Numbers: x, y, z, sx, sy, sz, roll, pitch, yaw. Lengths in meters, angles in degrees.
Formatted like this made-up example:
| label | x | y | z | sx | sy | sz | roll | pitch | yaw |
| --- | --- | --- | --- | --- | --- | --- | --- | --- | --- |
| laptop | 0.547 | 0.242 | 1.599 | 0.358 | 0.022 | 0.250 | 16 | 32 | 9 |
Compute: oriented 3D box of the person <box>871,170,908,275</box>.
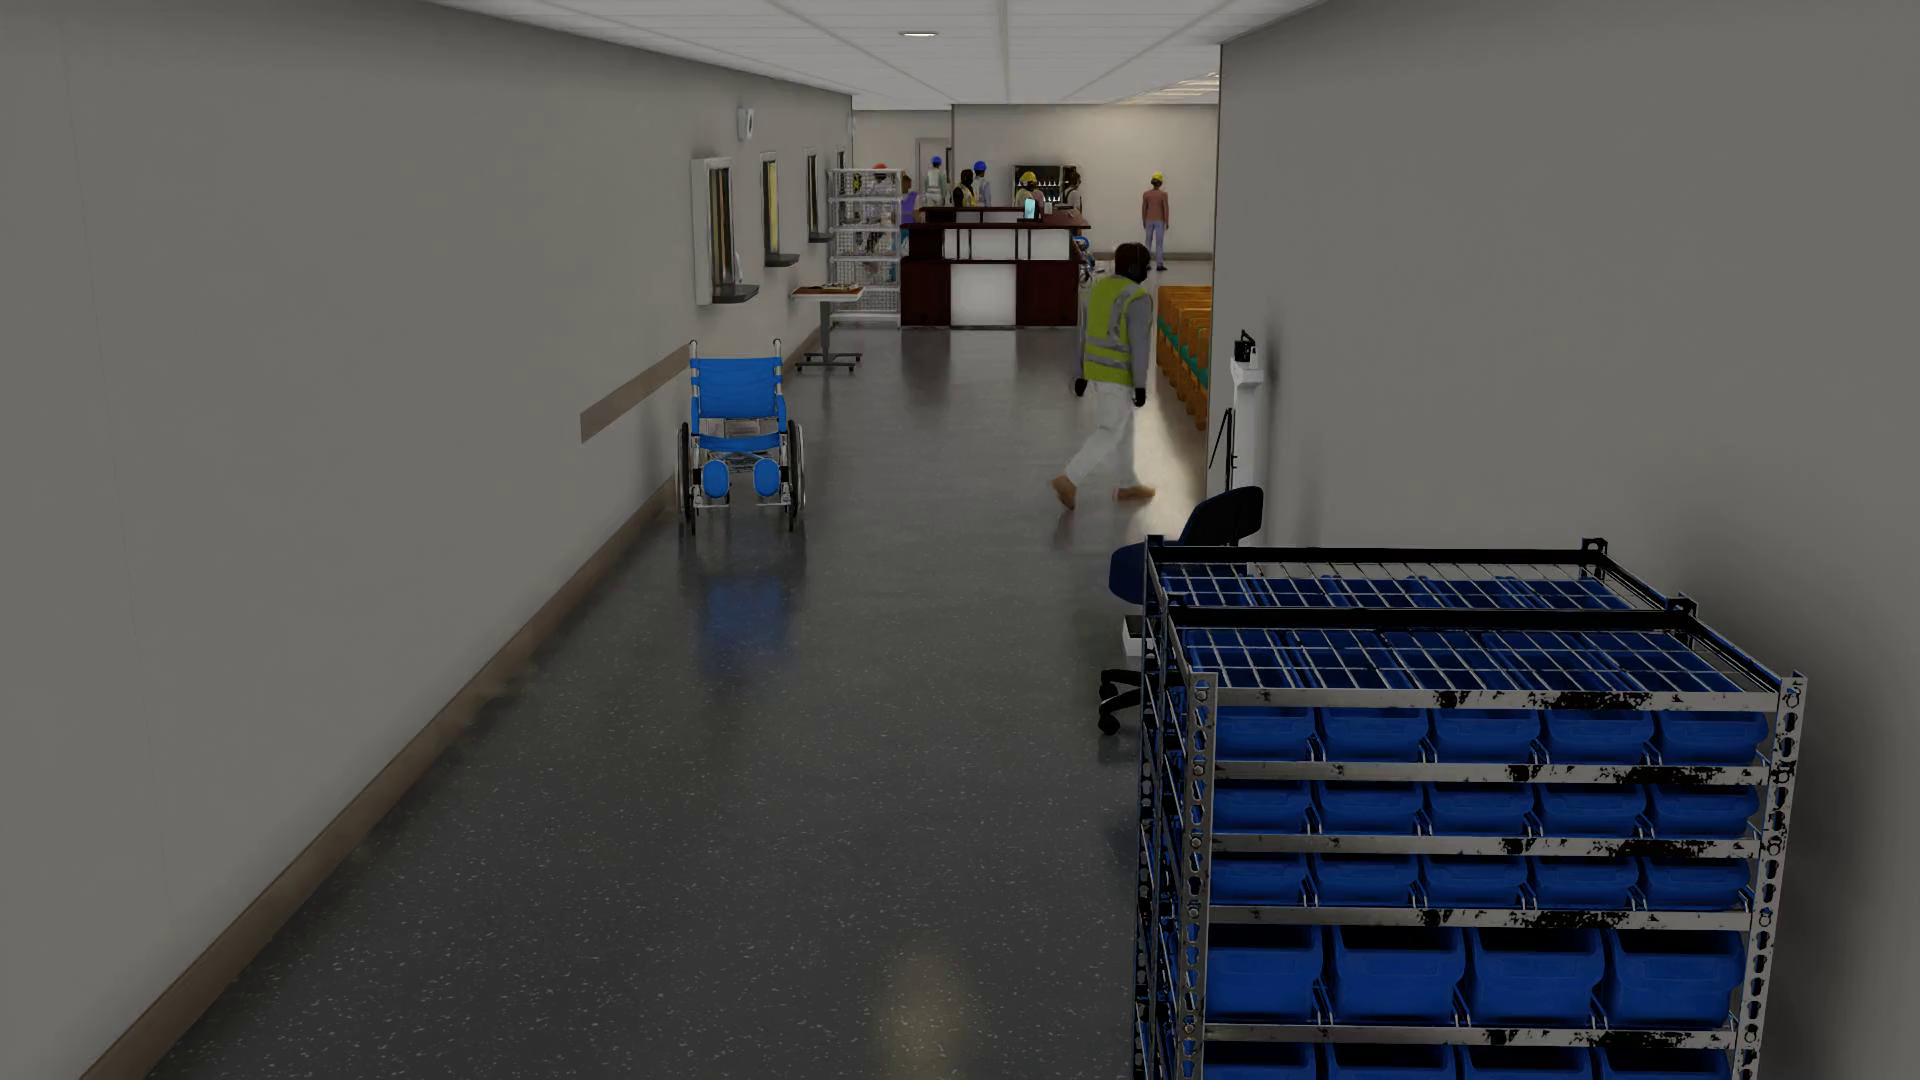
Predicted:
| label | x | y | z | sx | sy | sz | roll | pitch | yaw |
| --- | --- | --- | --- | --- | --- | --- | --- | --- | --- |
| person | -1.132 | -5.474 | 28.807 | 0.718 | 1.866 | 0.585 | 2 | 14 | 7 |

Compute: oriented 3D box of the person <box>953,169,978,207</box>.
| label | x | y | z | sx | sy | sz | roll | pitch | yaw |
| --- | --- | --- | --- | --- | --- | --- | --- | --- | --- |
| person | 0.119 | -5.789 | 30.138 | 0.429 | 1.841 | 0.631 | 7 | 16 | 27 |

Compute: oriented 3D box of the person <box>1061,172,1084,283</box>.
| label | x | y | z | sx | sy | sz | roll | pitch | yaw |
| --- | --- | --- | --- | --- | --- | --- | --- | --- | --- |
| person | 1.886 | -5.251 | 27.949 | 0.346 | 1.841 | 0.506 | -8 | 16 | -29 |

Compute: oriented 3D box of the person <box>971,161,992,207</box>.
| label | x | y | z | sx | sy | sz | roll | pitch | yaw |
| --- | --- | --- | --- | --- | --- | --- | --- | --- | --- |
| person | 0.367 | -6.223 | 31.671 | 0.602 | 1.949 | 0.389 | 12 | 18 | 40 |

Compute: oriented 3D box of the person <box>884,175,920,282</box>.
| label | x | y | z | sx | sy | sz | roll | pitch | yaw |
| --- | --- | --- | --- | --- | --- | --- | --- | --- | --- |
| person | -0.894 | -5.277 | 28.187 | 0.582 | 1.801 | 0.889 | 9 | 16 | 32 |

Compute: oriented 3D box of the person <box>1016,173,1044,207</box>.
| label | x | y | z | sx | sy | sz | roll | pitch | yaw |
| --- | --- | --- | --- | --- | --- | --- | --- | --- | --- |
| person | 1.299 | -5.902 | 30.765 | 0.522 | 1.763 | 0.334 | 2 | 14 | 10 |

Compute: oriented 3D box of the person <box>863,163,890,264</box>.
| label | x | y | z | sx | sy | sz | roll | pitch | yaw |
| --- | --- | --- | --- | --- | --- | --- | --- | --- | --- |
| person | -1.605 | -6.215 | 31.756 | 0.567 | 1.901 | 0.563 | -4 | 14 | -15 |

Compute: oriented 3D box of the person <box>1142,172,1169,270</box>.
| label | x | y | z | sx | sy | sz | roll | pitch | yaw |
| --- | --- | --- | --- | --- | --- | --- | --- | --- | --- |
| person | 3.582 | -5.813 | 30.413 | 0.538 | 1.765 | 0.334 | 9 | 17 | 33 |

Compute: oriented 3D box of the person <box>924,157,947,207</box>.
| label | x | y | z | sx | sy | sz | roll | pitch | yaw |
| --- | --- | --- | --- | --- | --- | --- | --- | --- | --- |
| person | -0.568 | -8.249 | 40.007 | 0.628 | 1.884 | 0.986 | 5 | 15 | 19 |

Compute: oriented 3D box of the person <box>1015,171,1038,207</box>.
| label | x | y | z | sx | sy | sz | roll | pitch | yaw |
| --- | --- | --- | --- | --- | --- | --- | --- | --- | --- |
| person | 1.139 | -5.389 | 28.539 | 0.403 | 1.826 | 0.595 | -1 | 14 | -6 |

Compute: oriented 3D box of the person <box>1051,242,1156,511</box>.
| label | x | y | z | sx | sy | sz | roll | pitch | yaw |
| --- | --- | --- | --- | --- | --- | --- | --- | --- | --- |
| person | 0.974 | -1.104 | 11.210 | 0.861 | 1.801 | 0.645 | -7 | 15 | -26 |
